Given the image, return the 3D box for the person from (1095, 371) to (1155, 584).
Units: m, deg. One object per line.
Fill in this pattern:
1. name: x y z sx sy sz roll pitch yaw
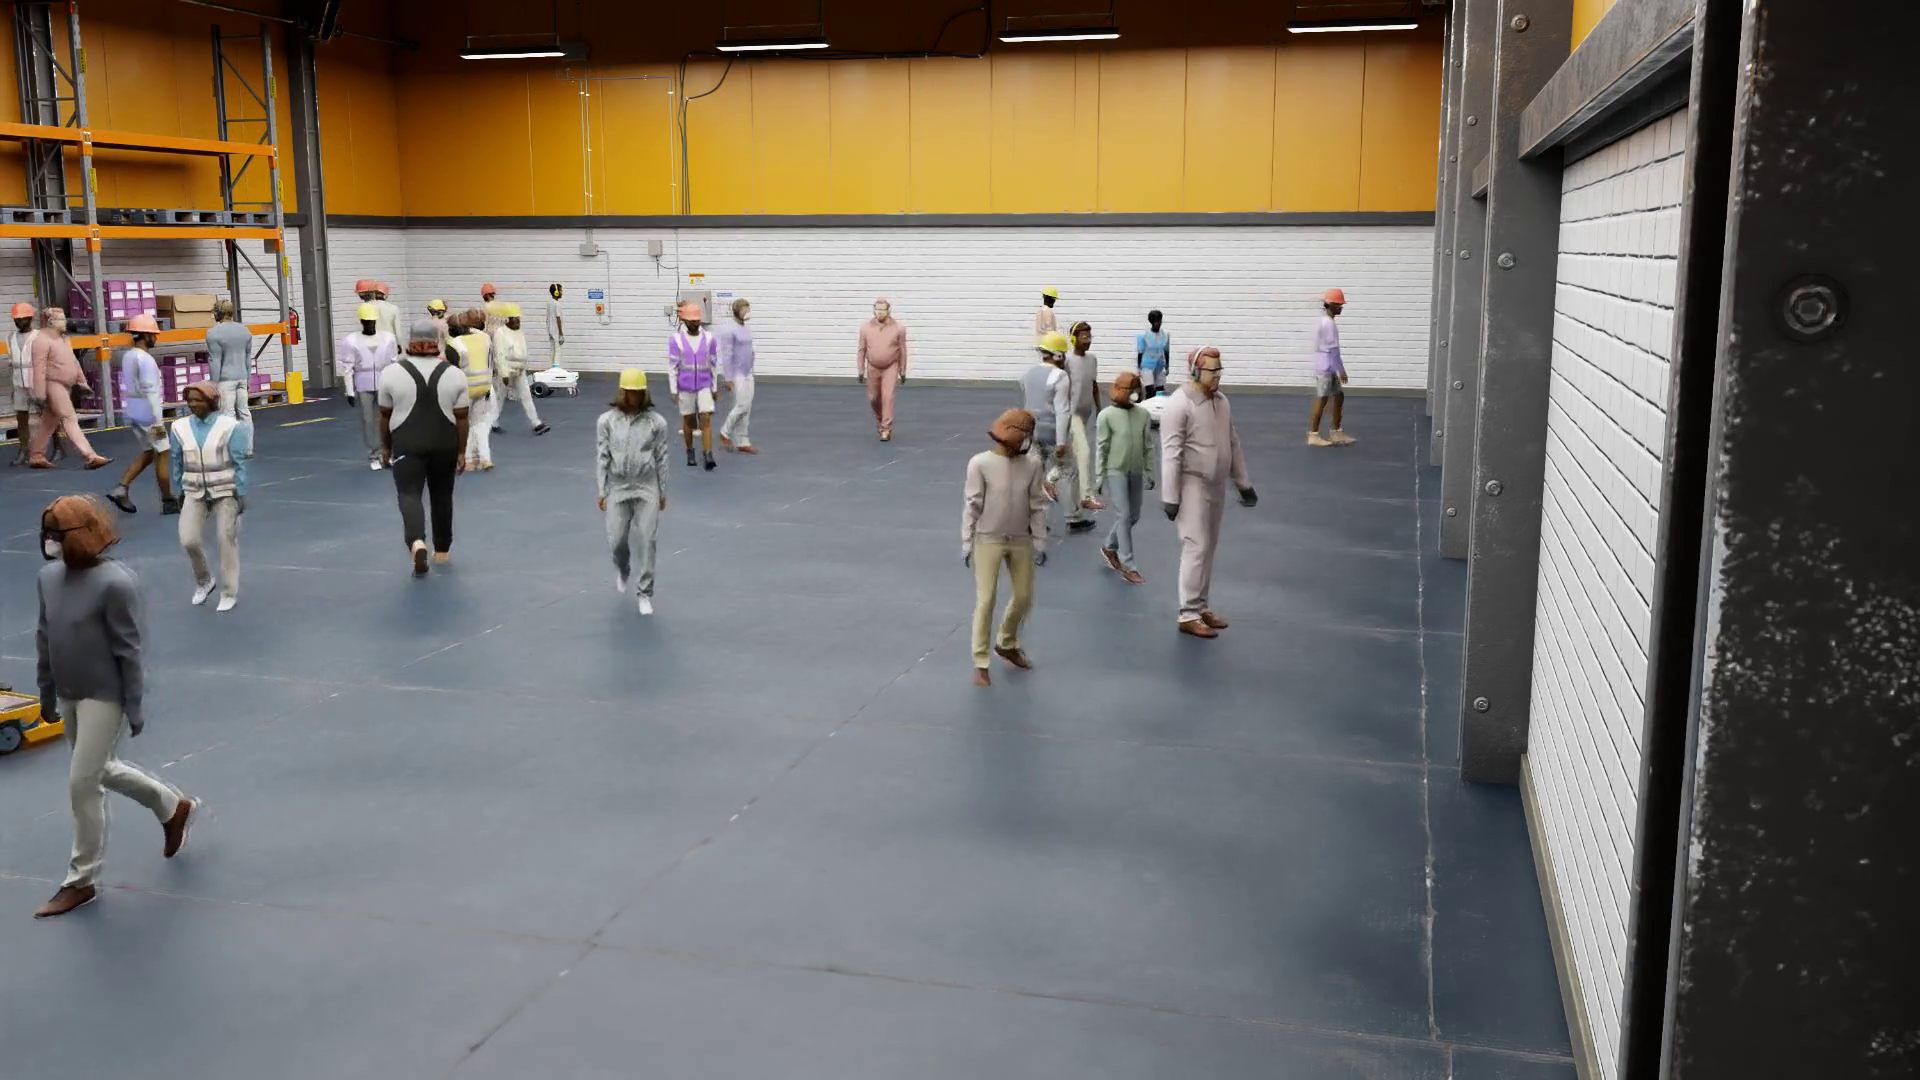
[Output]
1. person: 1.264 -0.506 12.841 0.515 1.612 0.727 -6 12 -31

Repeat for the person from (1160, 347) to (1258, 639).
1. person: 1.626 -0.328 11.014 0.467 1.898 0.663 8 13 38

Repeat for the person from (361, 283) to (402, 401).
1. person: -9.413 -3.194 27.064 0.615 1.962 0.531 -1 10 -5

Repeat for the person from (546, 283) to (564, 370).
1. person: -7.466 -3.801 30.759 0.330 1.872 0.512 -8 13 -37

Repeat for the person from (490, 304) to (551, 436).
1. person: -6.020 -2.280 22.400 0.985 1.776 0.607 4 11 24

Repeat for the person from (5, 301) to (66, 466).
1. person: -10.916 -1.841 19.559 0.551 1.942 0.616 1 10 5

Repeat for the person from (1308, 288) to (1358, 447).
1. person: 4.801 -2.170 21.108 0.755 2.020 0.623 2 10 11

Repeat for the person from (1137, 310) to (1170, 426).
1. person: 2.728 -2.482 23.857 0.538 1.670 0.587 -4 11 -21

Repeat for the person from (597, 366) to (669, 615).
1. person: -2.283 -0.360 11.652 0.503 1.727 0.520 -2 10 -11

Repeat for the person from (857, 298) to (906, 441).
1. person: -1.029 -2.273 22.103 0.650 1.883 0.817 1 10 7

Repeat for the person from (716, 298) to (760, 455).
1. person: -2.683 -1.994 20.354 0.442 1.929 0.649 4 11 21

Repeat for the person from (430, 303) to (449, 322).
1. person: -9.216 -3.491 29.790 0.556 1.593 0.832 4 11 23

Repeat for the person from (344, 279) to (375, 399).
1. person: -9.913 -3.334 27.731 0.608 1.999 0.890 10 14 43

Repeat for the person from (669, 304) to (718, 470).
1. person: -3.045 -1.752 19.092 0.568 1.886 0.959 -3 10 -15

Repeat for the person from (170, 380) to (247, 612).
1. person: -5.236 -0.300 11.625 0.528 1.627 0.358 -1 10 -5

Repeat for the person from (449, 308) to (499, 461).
1. person: -5.766 -1.836 19.762 0.631 1.824 0.445 4 11 23

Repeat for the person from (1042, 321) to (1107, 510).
1. person: 1.114 -1.235 16.360 0.840 1.837 0.519 9 13 41

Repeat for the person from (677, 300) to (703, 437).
1. person: -3.639 -2.310 22.426 0.360 1.835 0.504 -9 13 -40

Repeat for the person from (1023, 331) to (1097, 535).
1. person: 0.882 -0.945 14.785 0.790 1.803 0.597 -8 13 -38

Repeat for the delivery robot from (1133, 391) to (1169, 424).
1. delivery robot: 2.754 -1.811 22.942 0.707 0.478 0.477 6 12 33

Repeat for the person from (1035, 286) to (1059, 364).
1. person: 1.406 -3.125 26.791 0.380 1.919 0.585 -3 10 -15

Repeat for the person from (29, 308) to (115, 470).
1. person: -10.245 -1.717 18.996 0.997 1.854 0.644 -2 10 -9

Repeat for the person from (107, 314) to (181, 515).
1. person: -7.705 -1.170 15.723 0.699 1.921 0.550 -10 14 -44

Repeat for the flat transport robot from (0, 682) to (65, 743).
1. flat transport robot: -5.210 0.980 8.209 0.652 0.197 1.431 5 11 25

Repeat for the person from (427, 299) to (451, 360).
1. person: -7.793 -2.705 24.851 0.533 1.766 0.318 3 11 18

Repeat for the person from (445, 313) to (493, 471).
1. person: -5.591 -1.663 18.823 0.489 1.801 0.667 6 12 30

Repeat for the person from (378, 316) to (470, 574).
1. person: -4.204 -0.767 13.096 0.679 2.000 0.894 -5 11 -25

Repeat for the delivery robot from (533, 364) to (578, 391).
1. delivery robot: -6.853 -2.743 28.224 0.707 0.478 0.477 0 10 1

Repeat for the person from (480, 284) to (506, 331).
1. person: -8.409 -3.643 29.843 1.022 1.873 0.552 5 11 25

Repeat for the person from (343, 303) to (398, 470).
1. person: -6.647 -1.724 18.871 0.623 1.905 0.610 -6 11 -29

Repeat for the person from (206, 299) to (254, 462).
1. person: -8.575 -1.853 19.533 0.365 1.939 0.636 4 11 20

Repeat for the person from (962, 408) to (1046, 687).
1. person: 0.222 0.027 9.821 0.560 1.626 0.410 -5 11 -28

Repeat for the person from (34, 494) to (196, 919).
1. person: -3.381 0.602 6.564 0.510 1.606 0.745 5 11 26
